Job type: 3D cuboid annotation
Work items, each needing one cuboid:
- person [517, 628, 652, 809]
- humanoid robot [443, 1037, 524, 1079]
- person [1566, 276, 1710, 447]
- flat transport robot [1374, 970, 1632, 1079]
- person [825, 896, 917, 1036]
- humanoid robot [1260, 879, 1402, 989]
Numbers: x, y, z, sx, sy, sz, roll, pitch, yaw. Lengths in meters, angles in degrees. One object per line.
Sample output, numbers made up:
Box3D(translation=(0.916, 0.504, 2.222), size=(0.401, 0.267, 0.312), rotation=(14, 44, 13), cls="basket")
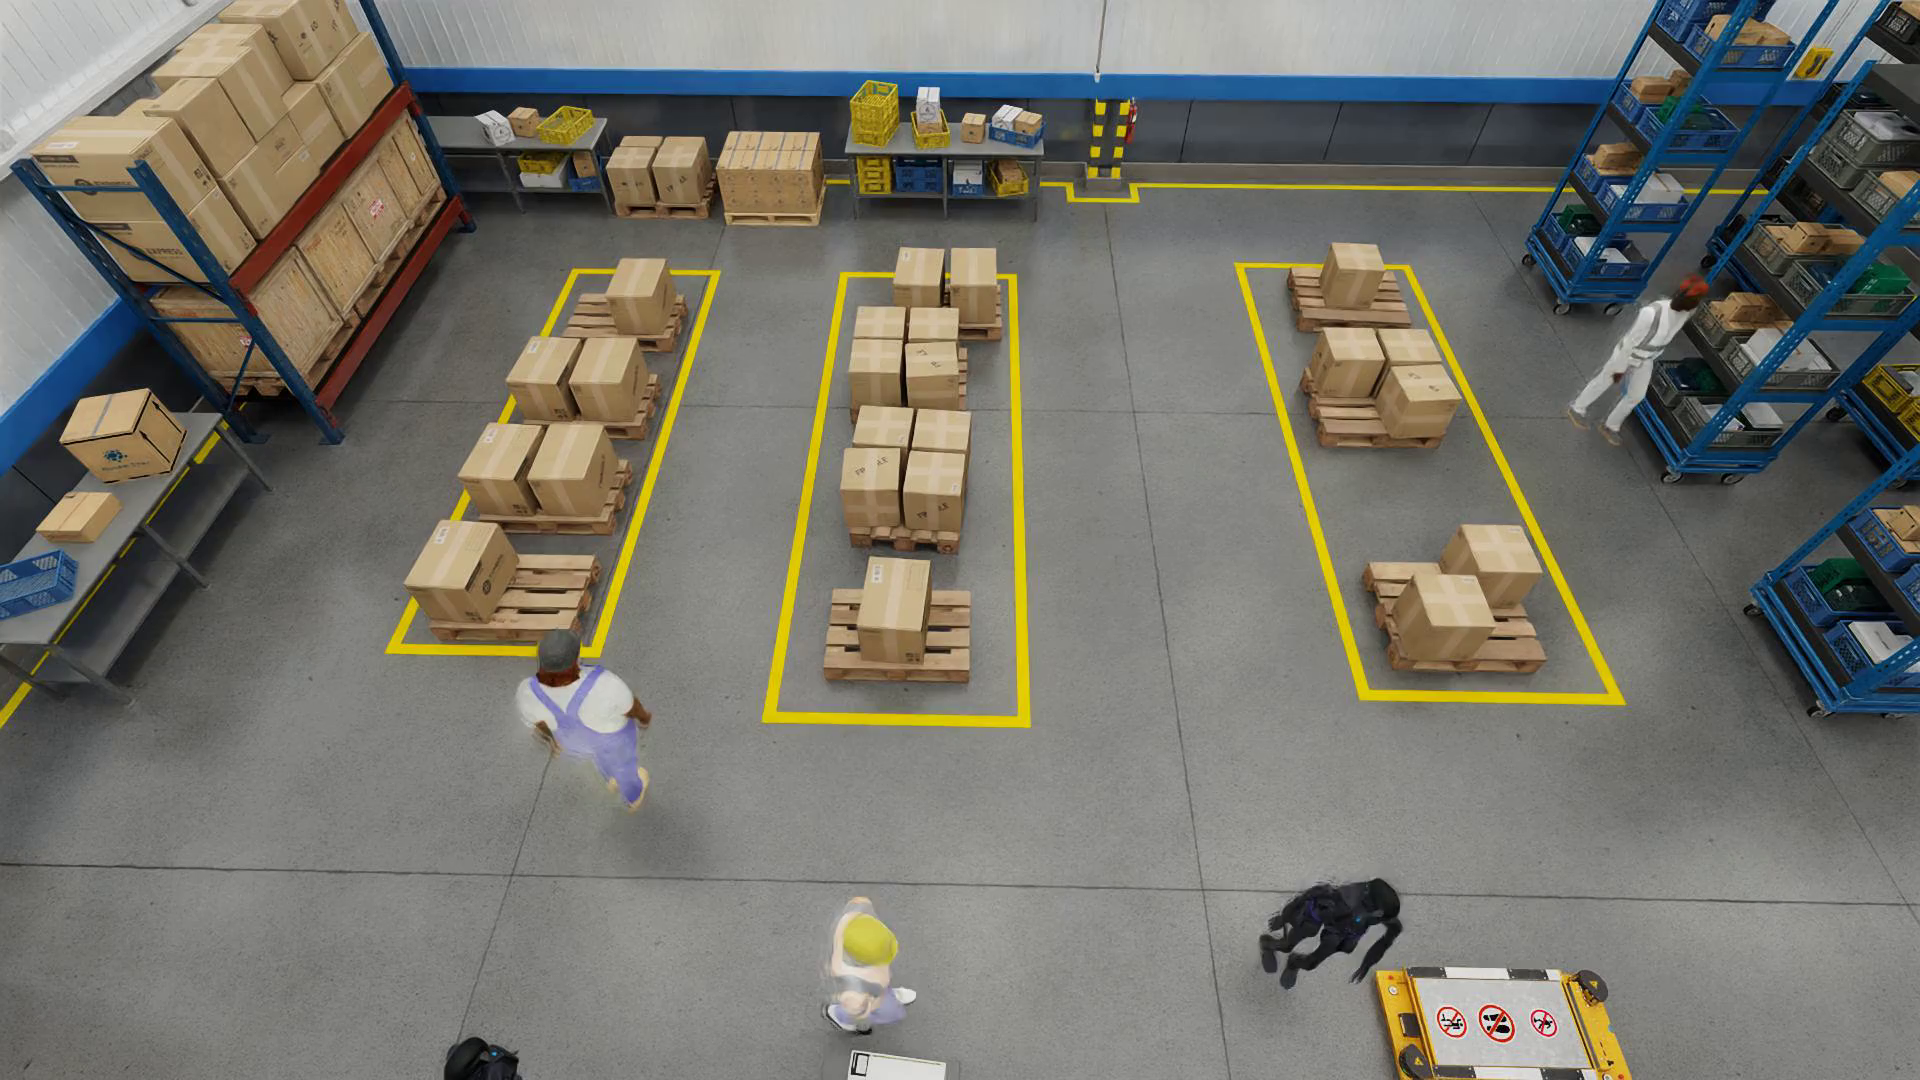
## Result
Box3D(translation=(-2.493, 1.204, 6.362), size=(0.691, 2.000, 0.608), rotation=(1, 51, 1), cls="person")
Box3D(translation=(-2.455, 3.066, 5.078), size=(0.576, 1.648, 0.334), rotation=(20, 53, 15), cls="humanoid robot")
Box3D(translation=(6.570, -1.696, 8.845), size=(0.579, 1.858, 0.755), rotation=(-7, 51, -5), cls="person")
Box3D(translation=(3.501, 3.133, 5.914), size=(1.431, 0.197, 0.652), rotation=(1, 51, 1), cls="flat transport robot")
Box3D(translation=(-0.546, 2.536, 5.360), size=(0.490, 1.903, 0.606), rotation=(1, 51, 1), cls="person")
Box3D(translation=(2.239, 2.409, 5.624), size=(0.608, 1.634, 0.394), rotation=(22, 54, 17), cls="humanoid robot")
